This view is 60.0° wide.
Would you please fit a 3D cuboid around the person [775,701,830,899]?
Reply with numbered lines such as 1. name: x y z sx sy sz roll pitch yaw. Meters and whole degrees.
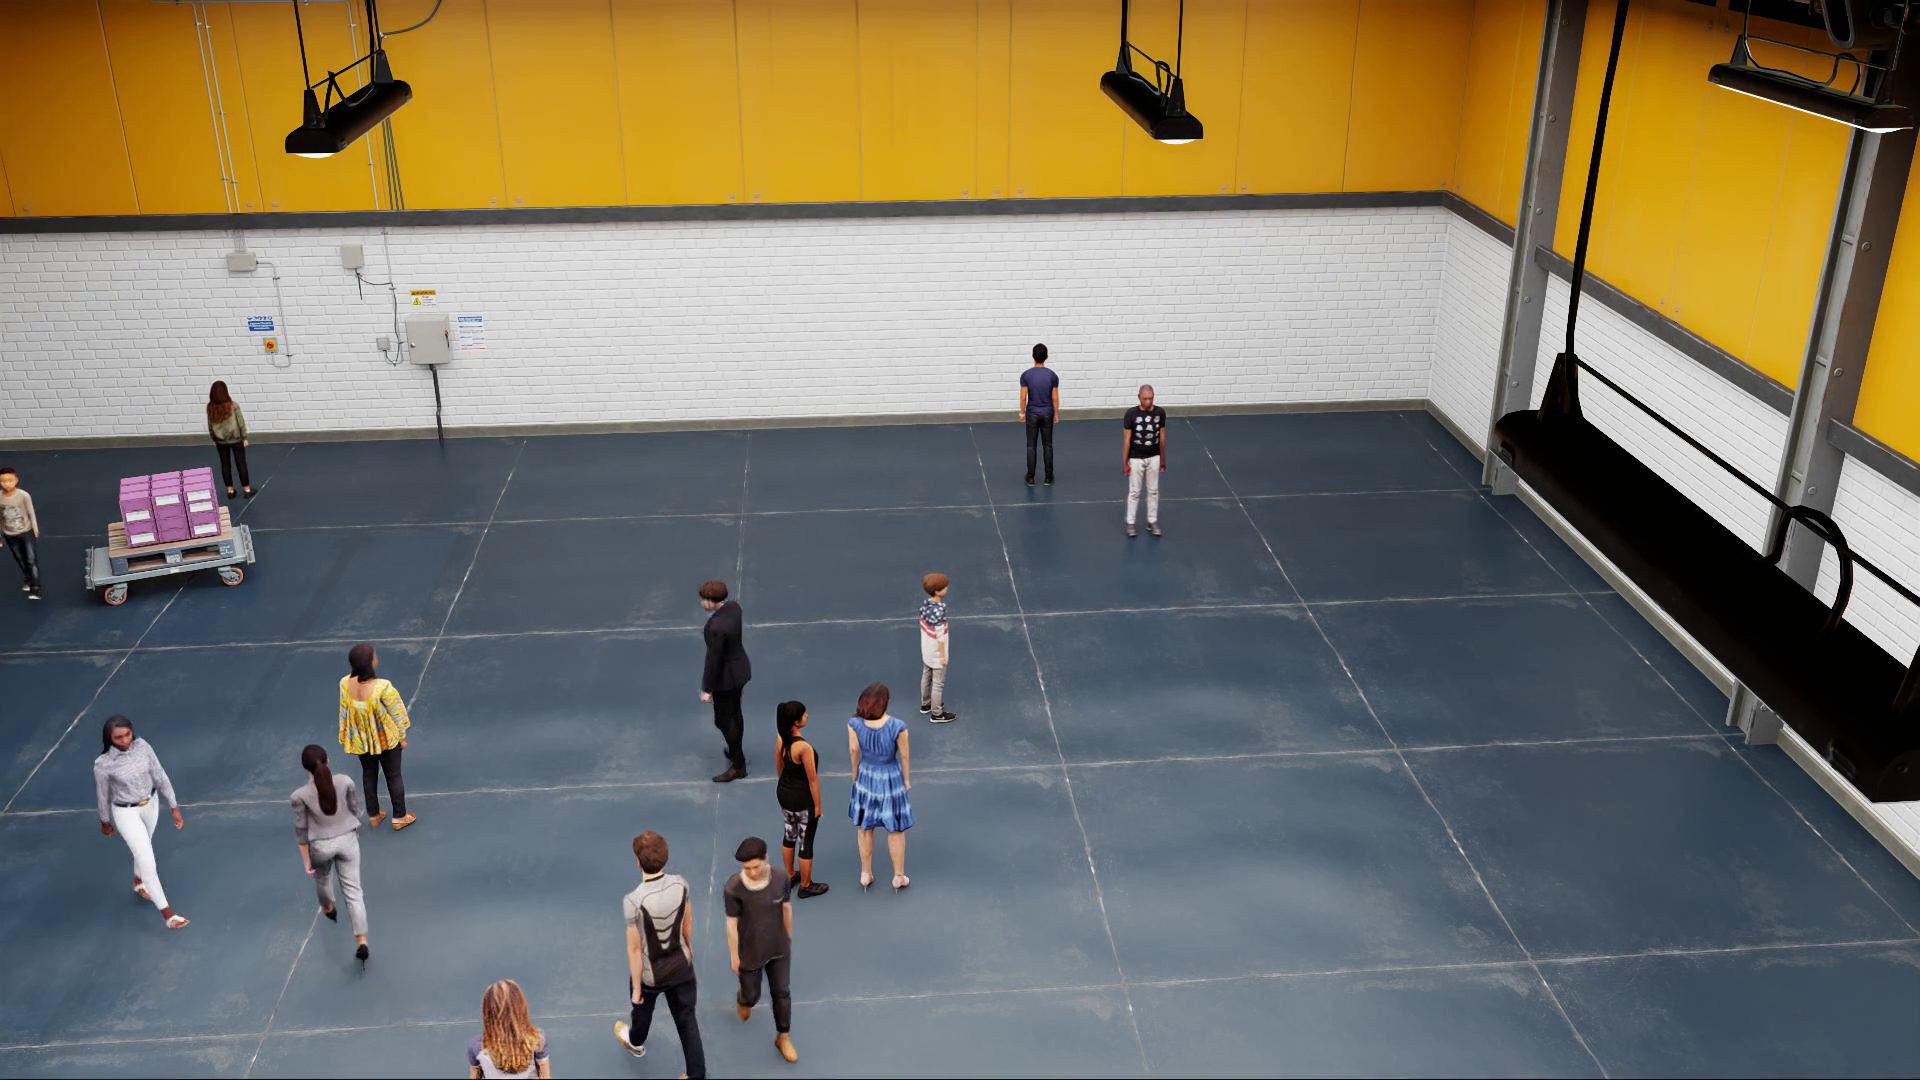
1. person: -1.231 1.937 12.607 0.720 1.662 0.636 -21 31 -39

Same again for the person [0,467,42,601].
1. person: -9.924 -0.099 17.552 0.686 1.432 1.038 -7 25 -15

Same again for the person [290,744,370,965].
1. person: -4.444 2.272 11.887 0.945 1.626 1.214 -14 27 -28

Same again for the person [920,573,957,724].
1. person: -0.228 0.957 15.128 0.634 1.438 0.508 -11 26 -24

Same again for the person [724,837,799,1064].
1. person: -1.346 2.634 10.980 0.821 1.689 0.999 -12 26 -25

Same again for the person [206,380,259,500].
1. person: -8.811 -1.212 20.046 0.569 1.475 0.492 -1 24 -3

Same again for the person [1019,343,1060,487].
1. person: 0.975 -1.537 20.391 0.651 1.793 0.531 -1 24 -2

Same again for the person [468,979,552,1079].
1. person: -2.523 3.316 9.433 0.785 1.678 1.123 -8 25 -17

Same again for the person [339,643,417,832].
1. person: -4.710 1.591 13.411 0.803 1.653 0.843 5 24 10

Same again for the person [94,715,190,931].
1. person: -6.172 2.028 12.389 1.127 1.671 1.138 15 28 31

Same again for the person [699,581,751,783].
1. person: -1.976 1.134 14.206 0.908 1.853 0.717 14 27 29

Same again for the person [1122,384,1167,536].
1. person: 2.101 -0.931 18.995 0.674 1.801 0.627 -4 24 -9

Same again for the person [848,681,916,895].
1. person: -0.599 1.875 12.572 0.723 1.805 0.662 4 24 9

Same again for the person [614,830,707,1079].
1. person: -1.827 2.762 10.496 1.055 1.842 1.252 -16 28 -33
